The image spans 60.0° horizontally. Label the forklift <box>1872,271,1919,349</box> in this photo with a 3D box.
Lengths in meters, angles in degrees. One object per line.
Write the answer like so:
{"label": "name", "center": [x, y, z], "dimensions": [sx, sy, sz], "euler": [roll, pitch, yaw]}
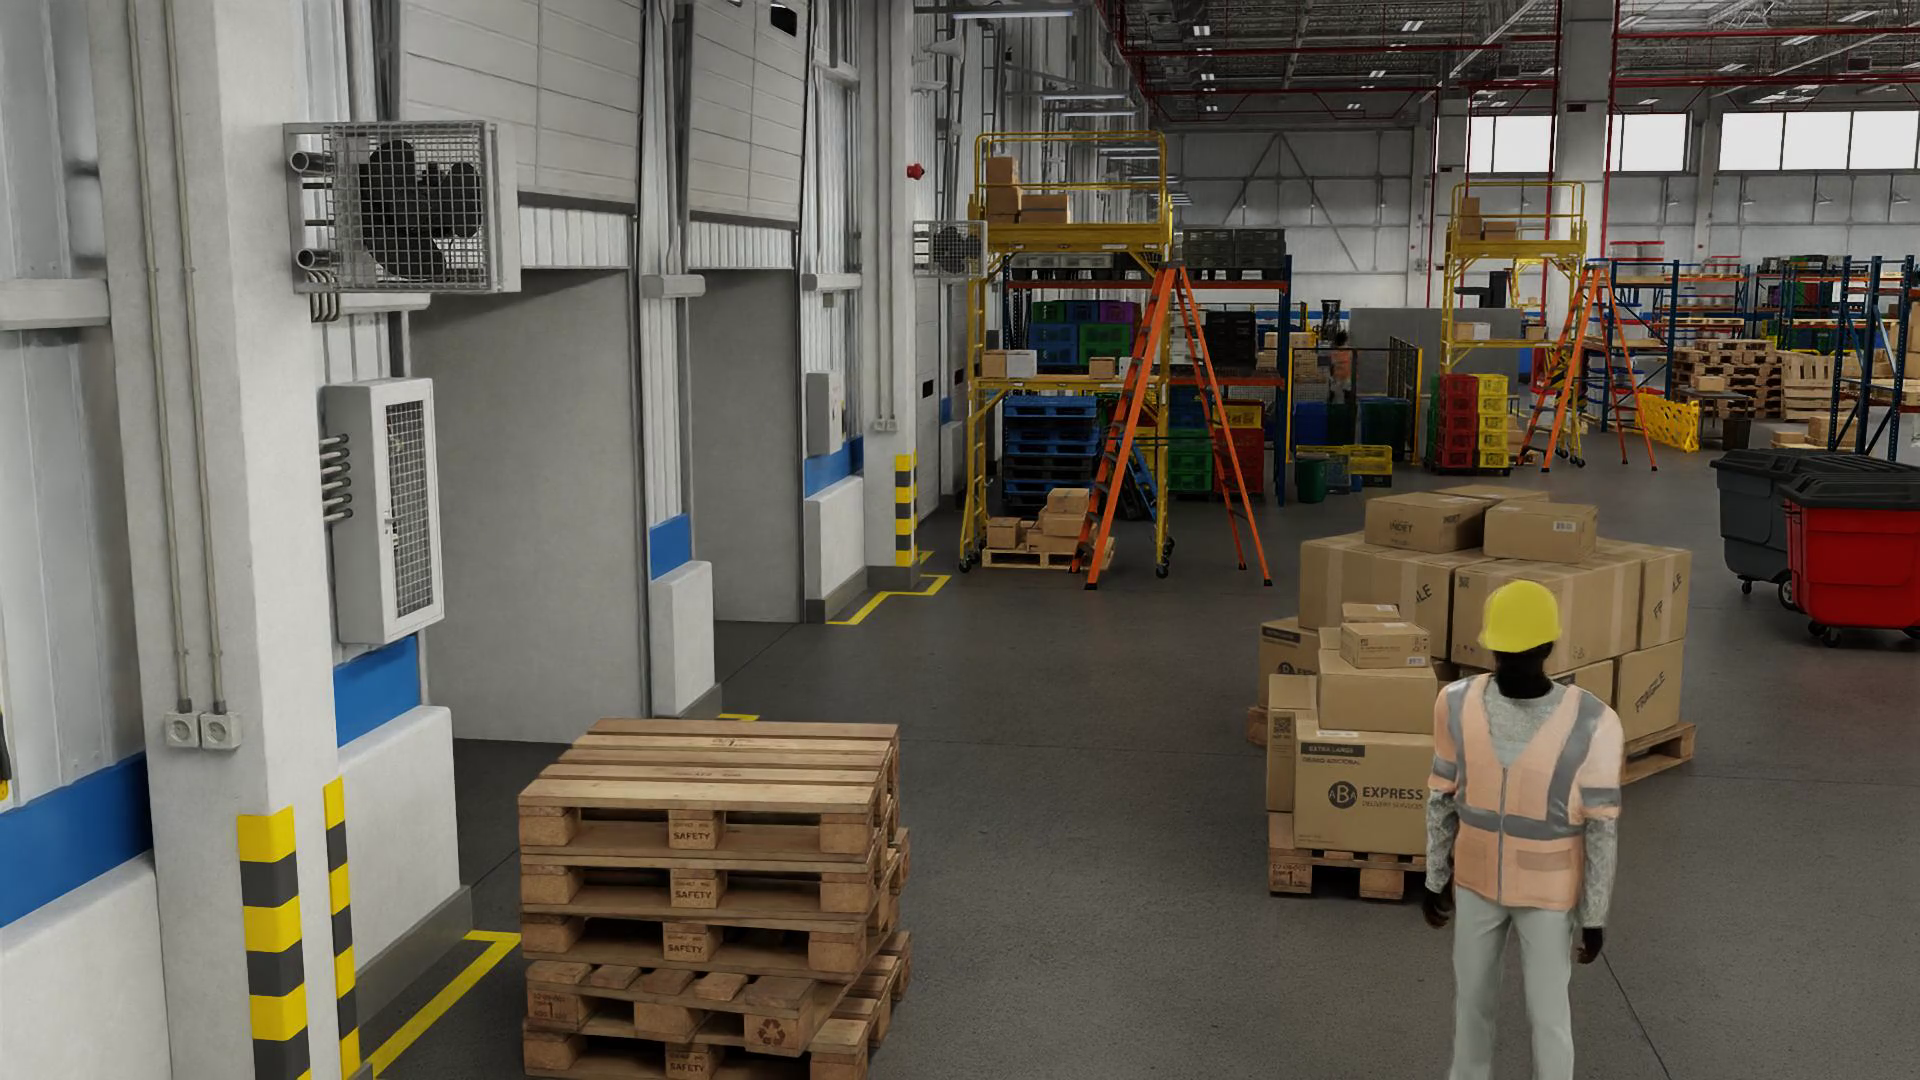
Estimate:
{"label": "forklift", "center": [27.108, -6.283, 47.516], "dimensions": [1.873, 2.768, 1.129], "euler": [5, 11, 31]}

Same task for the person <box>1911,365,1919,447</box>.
{"label": "person", "center": [15.602, -2.355, 26.807], "dimensions": [0.320, 1.739, 0.485], "euler": [9, 13, 44]}

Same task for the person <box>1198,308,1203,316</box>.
{"label": "person", "center": [6.244, -5.073, 43.169], "dimensions": [0.557, 1.863, 0.915], "euler": [-3, 10, -19]}

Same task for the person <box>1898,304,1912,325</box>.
{"label": "person", "center": [26.654, -5.713, 46.959], "dimensions": [0.618, 1.910, 0.603], "euler": [-8, 12, -39]}

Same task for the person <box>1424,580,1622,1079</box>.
{"label": "person", "center": [1.714, 1.064, 5.171], "dimensions": [0.589, 1.918, 0.399], "euler": [7, 12, 38]}

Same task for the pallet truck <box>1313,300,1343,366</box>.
{"label": "pallet truck", "center": [11.159, -6.200, 49.718], "dimensions": [0.823, 1.965, 1.885], "euler": [4, 10, 26]}

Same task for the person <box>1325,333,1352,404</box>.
{"label": "person", "center": [7.239, -3.133, 31.855], "dimensions": [0.533, 1.641, 0.860], "euler": [-3, 10, -19]}

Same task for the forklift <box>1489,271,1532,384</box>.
{"label": "forklift", "center": [13.422, -5.322, 41.591], "dimensions": [1.873, 2.768, 1.129], "euler": [1, 9, 9]}
